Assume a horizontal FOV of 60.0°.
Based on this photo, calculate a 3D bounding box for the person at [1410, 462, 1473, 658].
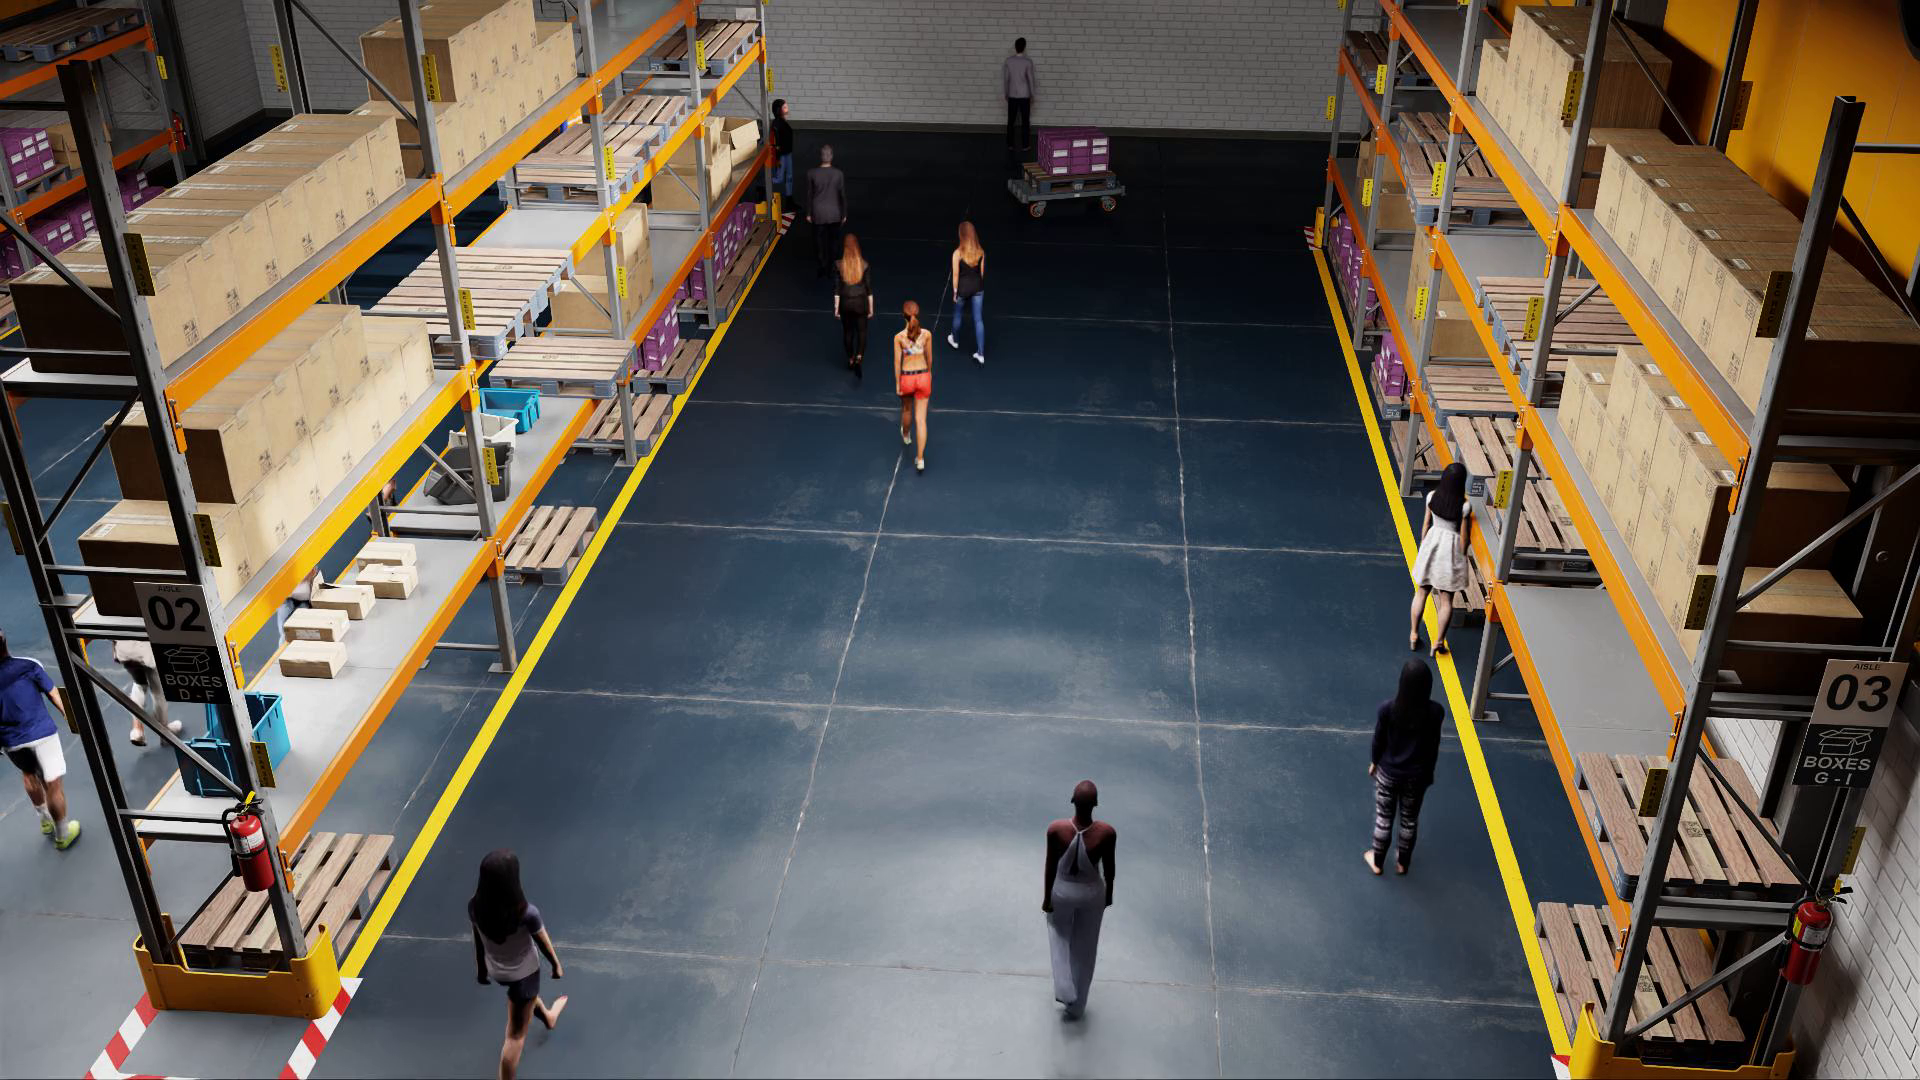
[{"bbox_3d":[4.080,0.158,14.092,0.782,1.769,0.811,20,35,33],"label":"person"}]

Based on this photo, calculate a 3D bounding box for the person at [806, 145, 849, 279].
[{"bbox_3d":[-1.797,-4.361,22.322,0.794,1.822,0.866,-1,29,-2],"label":"person"}]

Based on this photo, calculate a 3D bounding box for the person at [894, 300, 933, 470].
[{"bbox_3d":[-0.449,-1.579,17.302,0.733,1.744,1.175,-4,29,-6],"label":"person"}]

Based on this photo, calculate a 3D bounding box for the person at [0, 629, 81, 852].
[{"bbox_3d":[-6.593,1.432,11.716,0.765,1.808,0.773,-5,29,-9],"label":"person"}]

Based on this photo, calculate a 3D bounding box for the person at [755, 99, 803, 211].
[{"bbox_3d":[-2.762,-5.775,25.064,0.770,1.678,0.925,9,30,16],"label":"person"}]

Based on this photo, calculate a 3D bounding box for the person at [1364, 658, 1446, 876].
[{"bbox_3d":[3.067,1.581,11.522,0.608,1.732,0.514,4,29,7],"label":"person"}]

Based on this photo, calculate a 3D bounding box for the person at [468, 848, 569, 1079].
[{"bbox_3d":[-2.657,2.588,9.759,0.791,1.652,1.180,9,30,15],"label":"person"}]

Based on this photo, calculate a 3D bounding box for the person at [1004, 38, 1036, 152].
[{"bbox_3d":[0.995,-7.530,28.104,0.736,1.848,0.656,10,30,18],"label":"person"}]

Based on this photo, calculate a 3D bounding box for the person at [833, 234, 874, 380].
[{"bbox_3d":[-1.254,-2.702,19.412,0.666,1.694,1.001,-1,29,-1],"label":"person"}]

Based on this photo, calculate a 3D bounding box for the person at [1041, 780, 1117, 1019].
[{"bbox_3d":[0.719,2.271,10.216,0.585,1.772,0.628,2,29,4],"label":"person"}]

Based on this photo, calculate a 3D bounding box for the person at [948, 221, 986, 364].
[{"bbox_3d":[0.142,-2.919,19.830,0.886,1.676,1.152,-10,30,-18],"label":"person"}]
